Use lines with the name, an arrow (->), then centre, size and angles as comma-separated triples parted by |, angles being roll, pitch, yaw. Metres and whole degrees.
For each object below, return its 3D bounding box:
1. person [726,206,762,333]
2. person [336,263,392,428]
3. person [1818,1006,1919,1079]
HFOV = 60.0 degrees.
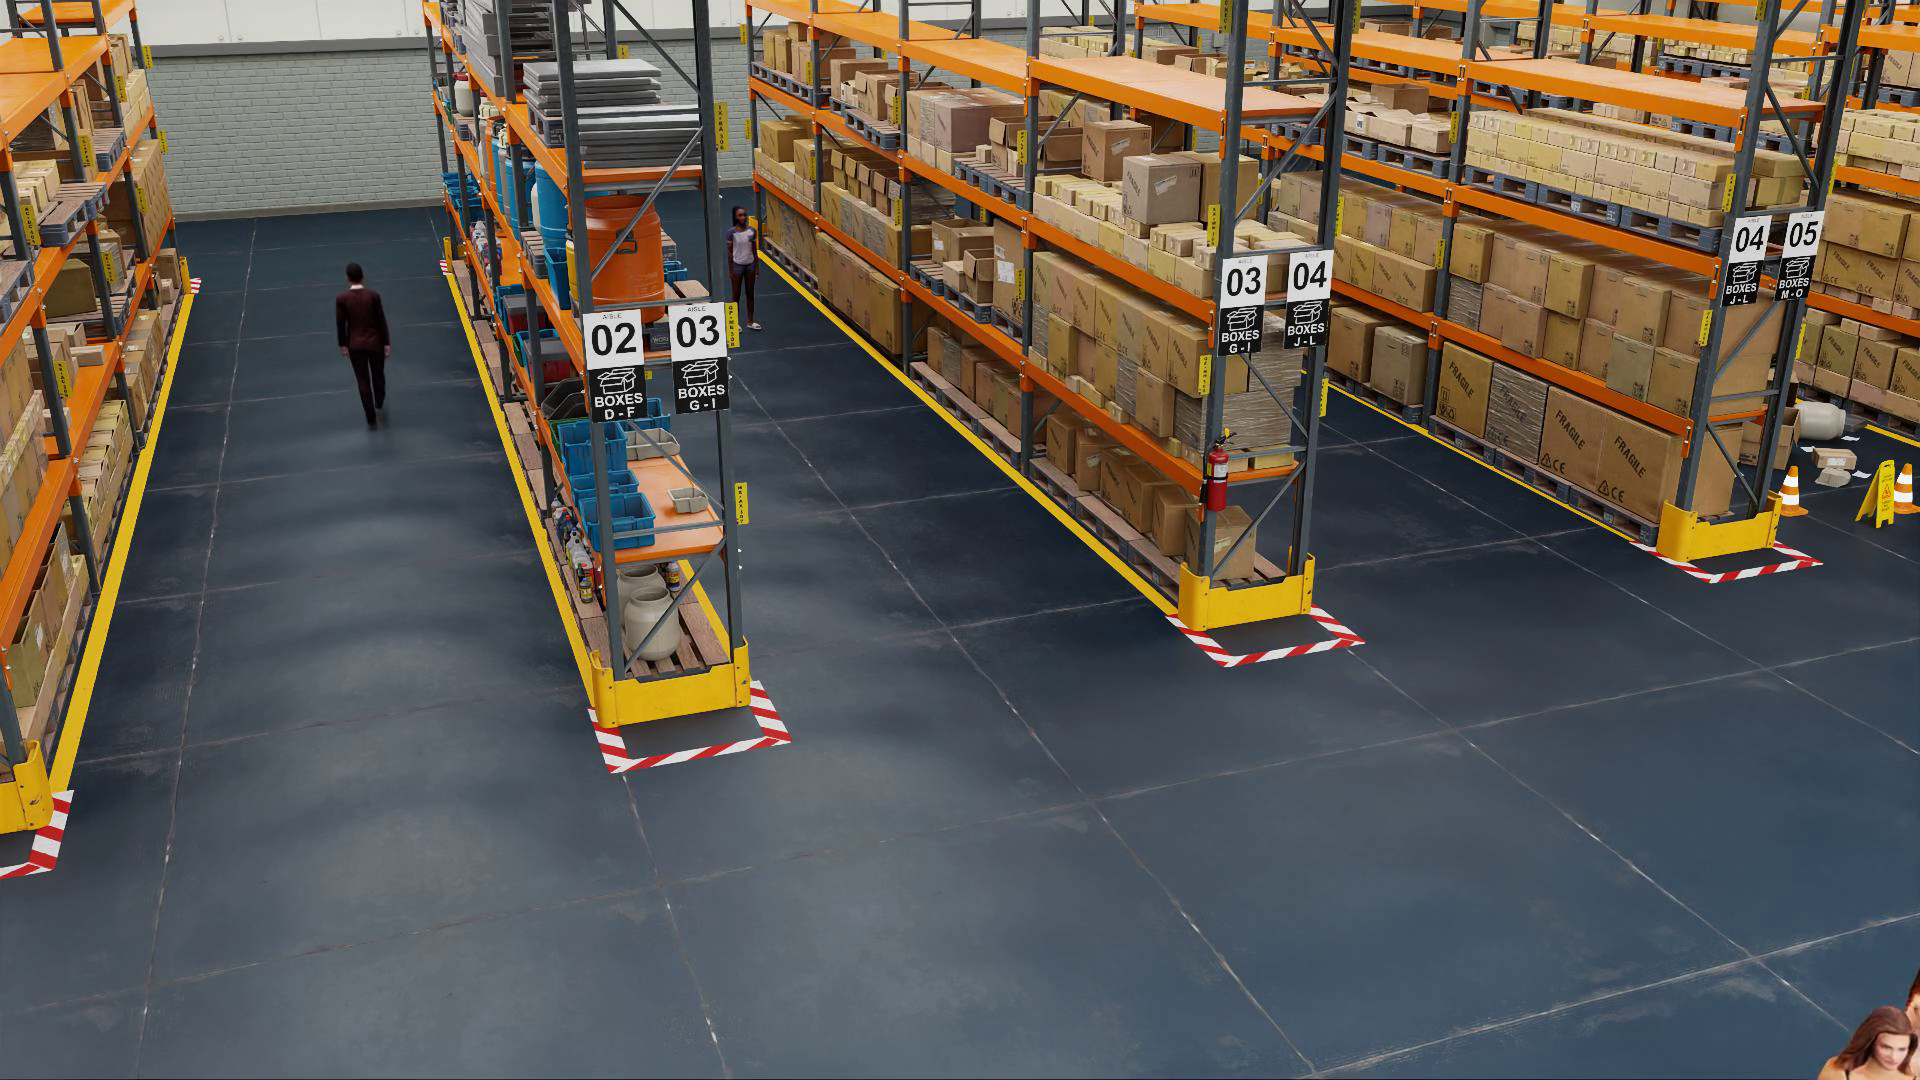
person -> -2.992, -3.747, 22.934 | 0.645, 1.722, 0.622 | -12, 25, -28
person -> -6.794, -2.183, 18.995 | 0.708, 1.810, 1.142 | -8, 24, -19
person -> 3.845, 2.691, 7.214 | 0.906, 1.707, 1.013 | 7, 23, 16
